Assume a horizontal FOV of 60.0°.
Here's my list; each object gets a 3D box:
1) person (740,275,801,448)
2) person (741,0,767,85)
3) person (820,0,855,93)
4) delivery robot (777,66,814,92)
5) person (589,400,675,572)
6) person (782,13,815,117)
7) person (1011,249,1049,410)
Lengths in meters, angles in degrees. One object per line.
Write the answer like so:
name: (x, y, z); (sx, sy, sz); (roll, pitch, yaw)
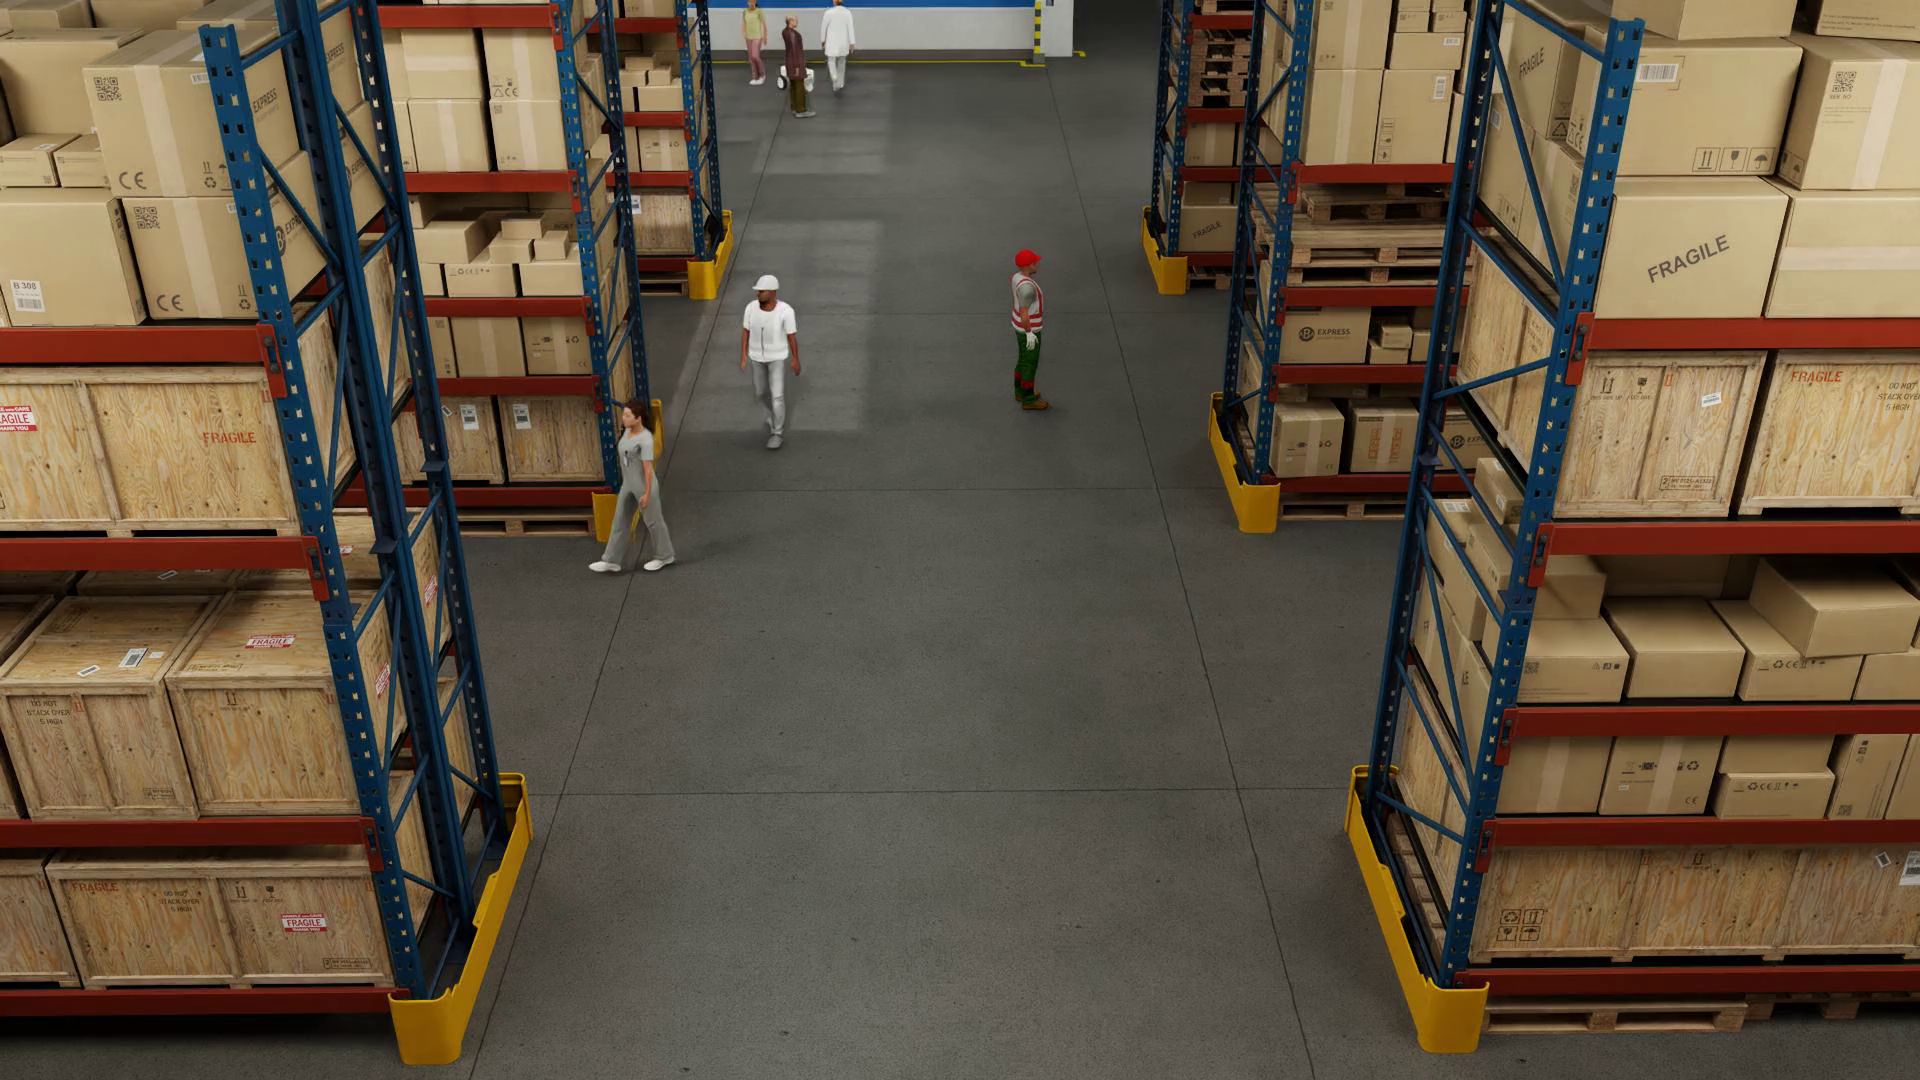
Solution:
person: (-2.014, -1.902, 17.455); (0.622, 1.745, 0.842); (8, 29, 15)
person: (-3.953, -9.560, 31.745); (0.462, 1.670, 0.426); (13, 31, 22)
person: (-2.305, -9.383, 31.356); (0.648, 1.759, 0.926); (-5, 29, -10)
delivery robot: (-3.183, -8.758, 31.616); (0.667, 0.535, 0.742); (-21, 35, -34)
person: (-2.957, -0.431, 14.800); (0.772, 1.659, 0.451); (-21, 35, -34)
person: (-2.874, -8.458, 29.585); (0.470, 1.783, 0.581); (-13, 31, -23)
person: (0.766, -2.314, 18.184); (0.393, 1.794, 0.536); (-6, 29, -11)
